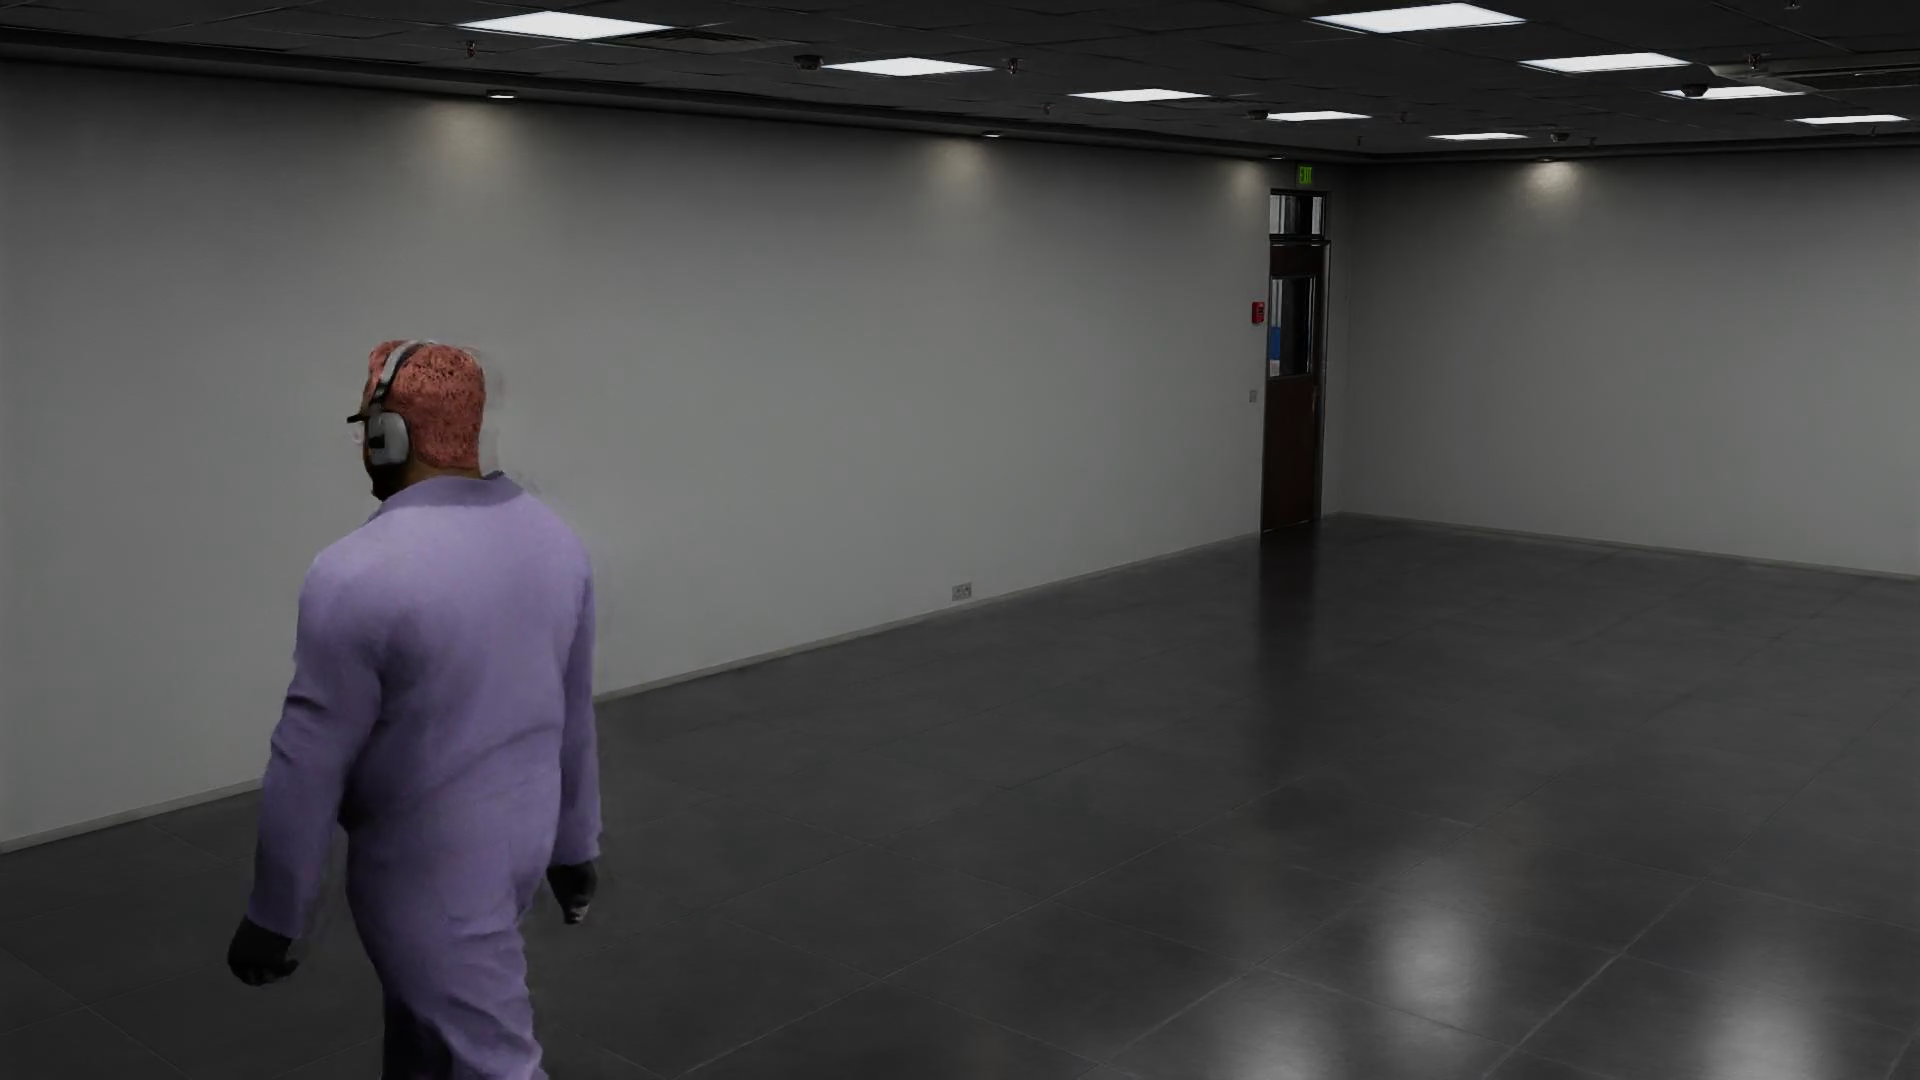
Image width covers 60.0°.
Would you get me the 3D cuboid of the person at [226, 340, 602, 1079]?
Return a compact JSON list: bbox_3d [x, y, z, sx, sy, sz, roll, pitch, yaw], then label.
[{"bbox_3d":[-0.931,0.575,3.015,0.987,1.863,0.651,4,11,19],"label":"person"}]
